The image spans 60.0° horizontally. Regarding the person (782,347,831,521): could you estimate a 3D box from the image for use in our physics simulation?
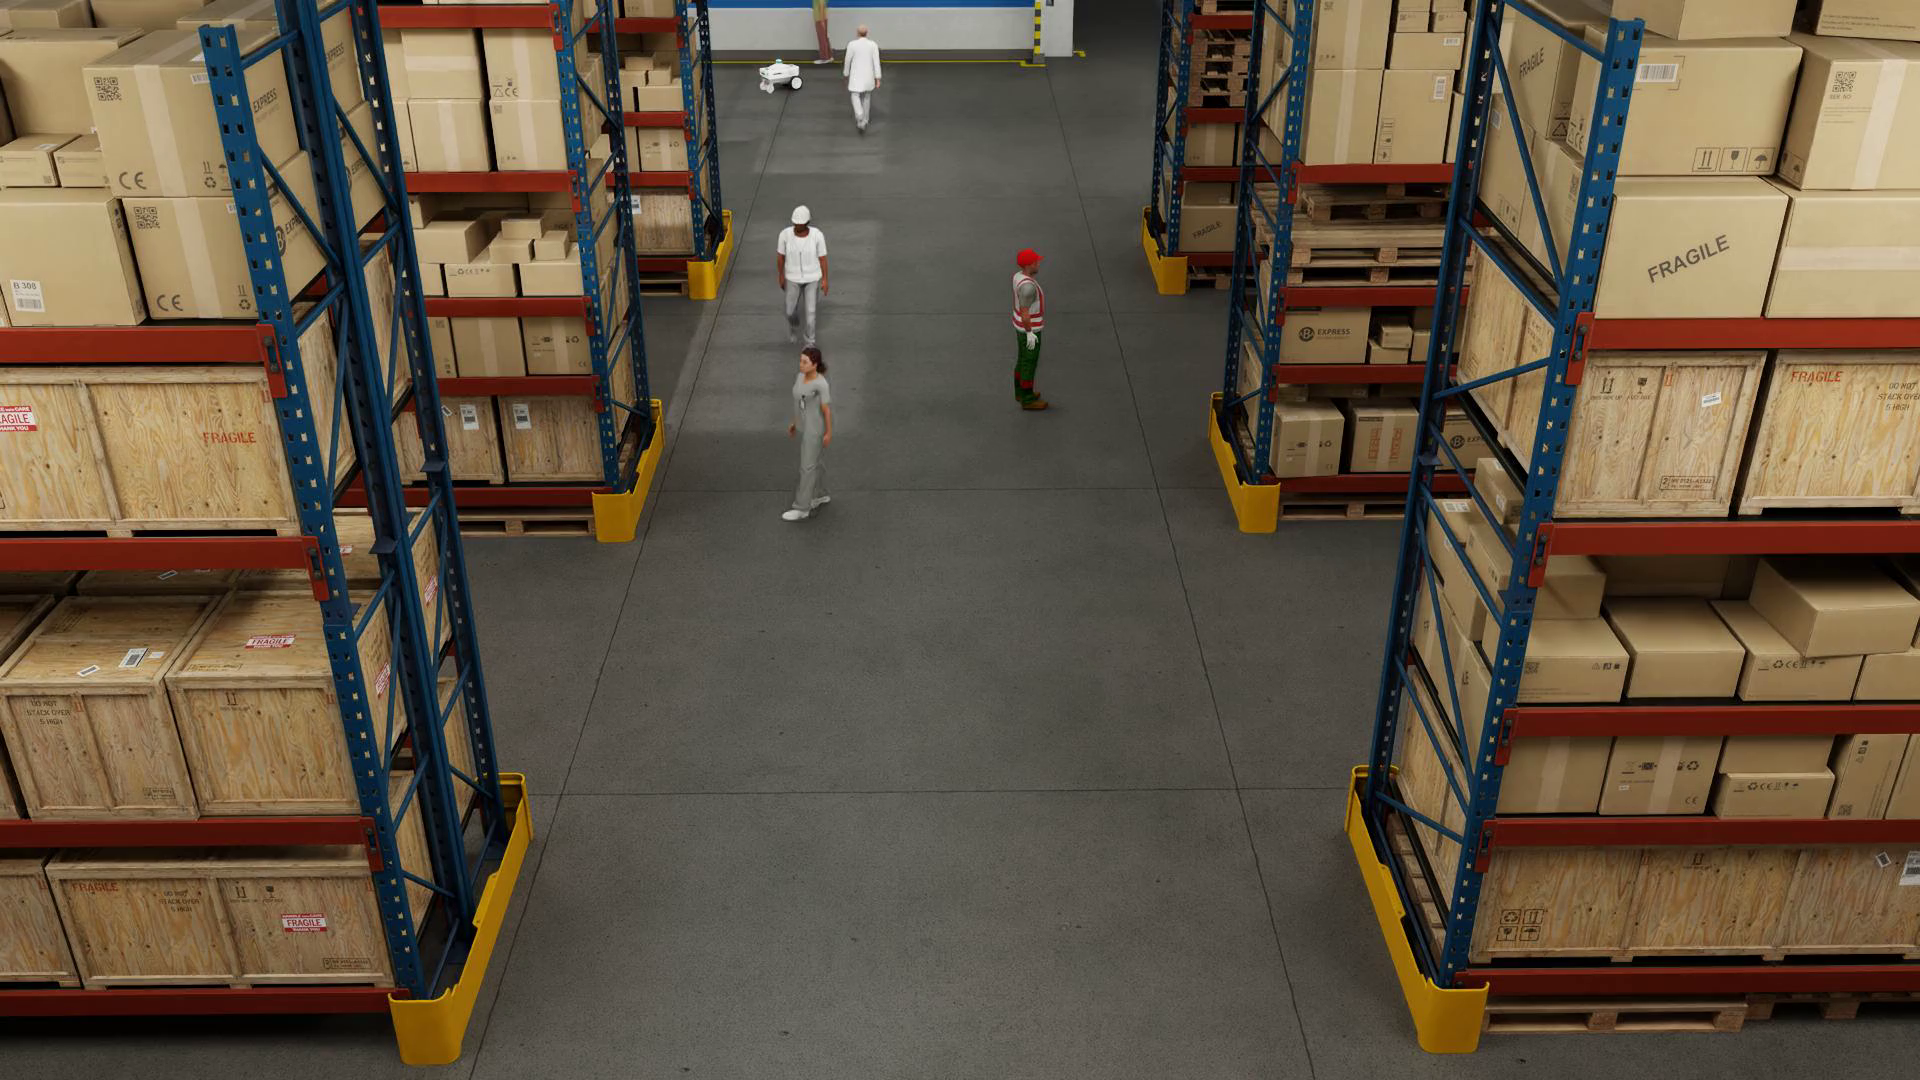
[{"bbox_3d":[-1.528,-1.025,15.891,0.646,1.666,0.453,-20,34,-33],"label":"person"}]

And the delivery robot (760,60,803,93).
[{"bbox_3d":[-3.452,-8.834,31.758,0.708,0.535,0.667,-16,32,-28],"label":"delivery robot"}]

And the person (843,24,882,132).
[{"bbox_3d":[-1.695,-8.052,28.880,0.645,1.768,0.918,-6,29,-10],"label":"person"}]

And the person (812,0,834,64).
[{"bbox_3d":[-2.758,-10.437,33.401,0.388,1.690,0.572,2,28,4],"label":"person"}]

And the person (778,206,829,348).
[{"bbox_3d":[-1.843,-3.084,19.590,0.590,1.767,0.512,-2,28,-3],"label":"person"}]

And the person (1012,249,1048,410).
[{"bbox_3d":[0.770,-2.321,18.196,0.374,1.795,0.548,-6,29,-10],"label":"person"}]
